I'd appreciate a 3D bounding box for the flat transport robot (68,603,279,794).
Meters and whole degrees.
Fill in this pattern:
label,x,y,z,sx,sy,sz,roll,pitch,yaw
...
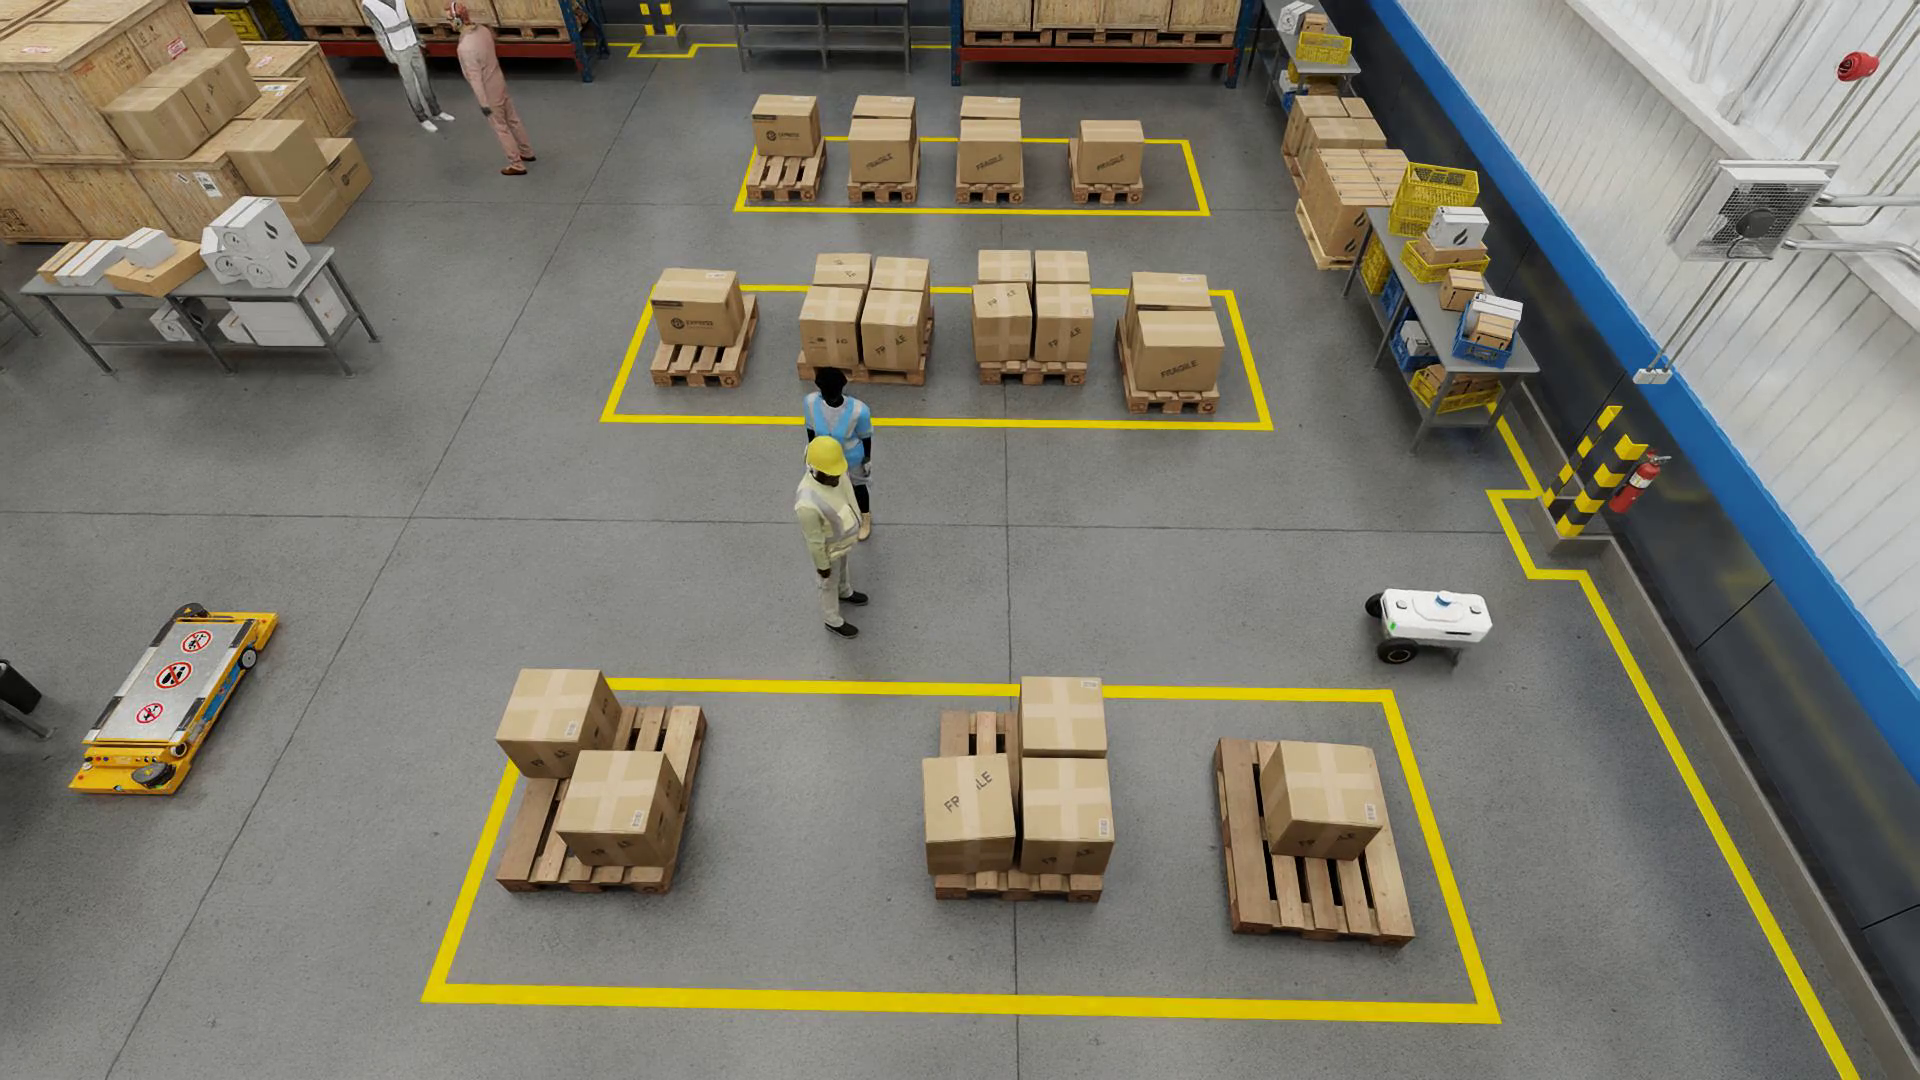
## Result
label,x,y,z,sx,sy,sz,roll,pitch,yaw
flat transport robot,-5.504,1.072,6.442,0.652,0.197,1.431,1,50,1

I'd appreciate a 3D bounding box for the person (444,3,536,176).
label,x,y,z,sx,sy,sz,roll,pitch,yaw
person,-5.530,-5.266,10.750,0.401,1.899,0.650,2,50,2

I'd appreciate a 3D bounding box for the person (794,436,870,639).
label,x,y,z,sx,sy,sz,roll,pitch,yaw
person,-0.872,-0.029,6.361,0.404,1.828,0.591,11,51,9

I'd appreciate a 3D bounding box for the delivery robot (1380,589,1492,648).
label,x,y,z,sx,sy,sz,roll,pitch,yaw
delivery robot,3.428,0.549,6.640,0.707,0.478,0.477,4,50,3

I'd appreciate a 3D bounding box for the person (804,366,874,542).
label,x,y,z,sx,sy,sz,roll,pitch,yaw
person,-0.905,-0.644,6.966,0.533,1.695,0.319,10,51,9

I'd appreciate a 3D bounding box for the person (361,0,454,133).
label,x,y,z,sx,sy,sz,roll,pitch,yaw
person,-6.984,-6.170,11.500,0.373,1.914,0.597,16,52,13
